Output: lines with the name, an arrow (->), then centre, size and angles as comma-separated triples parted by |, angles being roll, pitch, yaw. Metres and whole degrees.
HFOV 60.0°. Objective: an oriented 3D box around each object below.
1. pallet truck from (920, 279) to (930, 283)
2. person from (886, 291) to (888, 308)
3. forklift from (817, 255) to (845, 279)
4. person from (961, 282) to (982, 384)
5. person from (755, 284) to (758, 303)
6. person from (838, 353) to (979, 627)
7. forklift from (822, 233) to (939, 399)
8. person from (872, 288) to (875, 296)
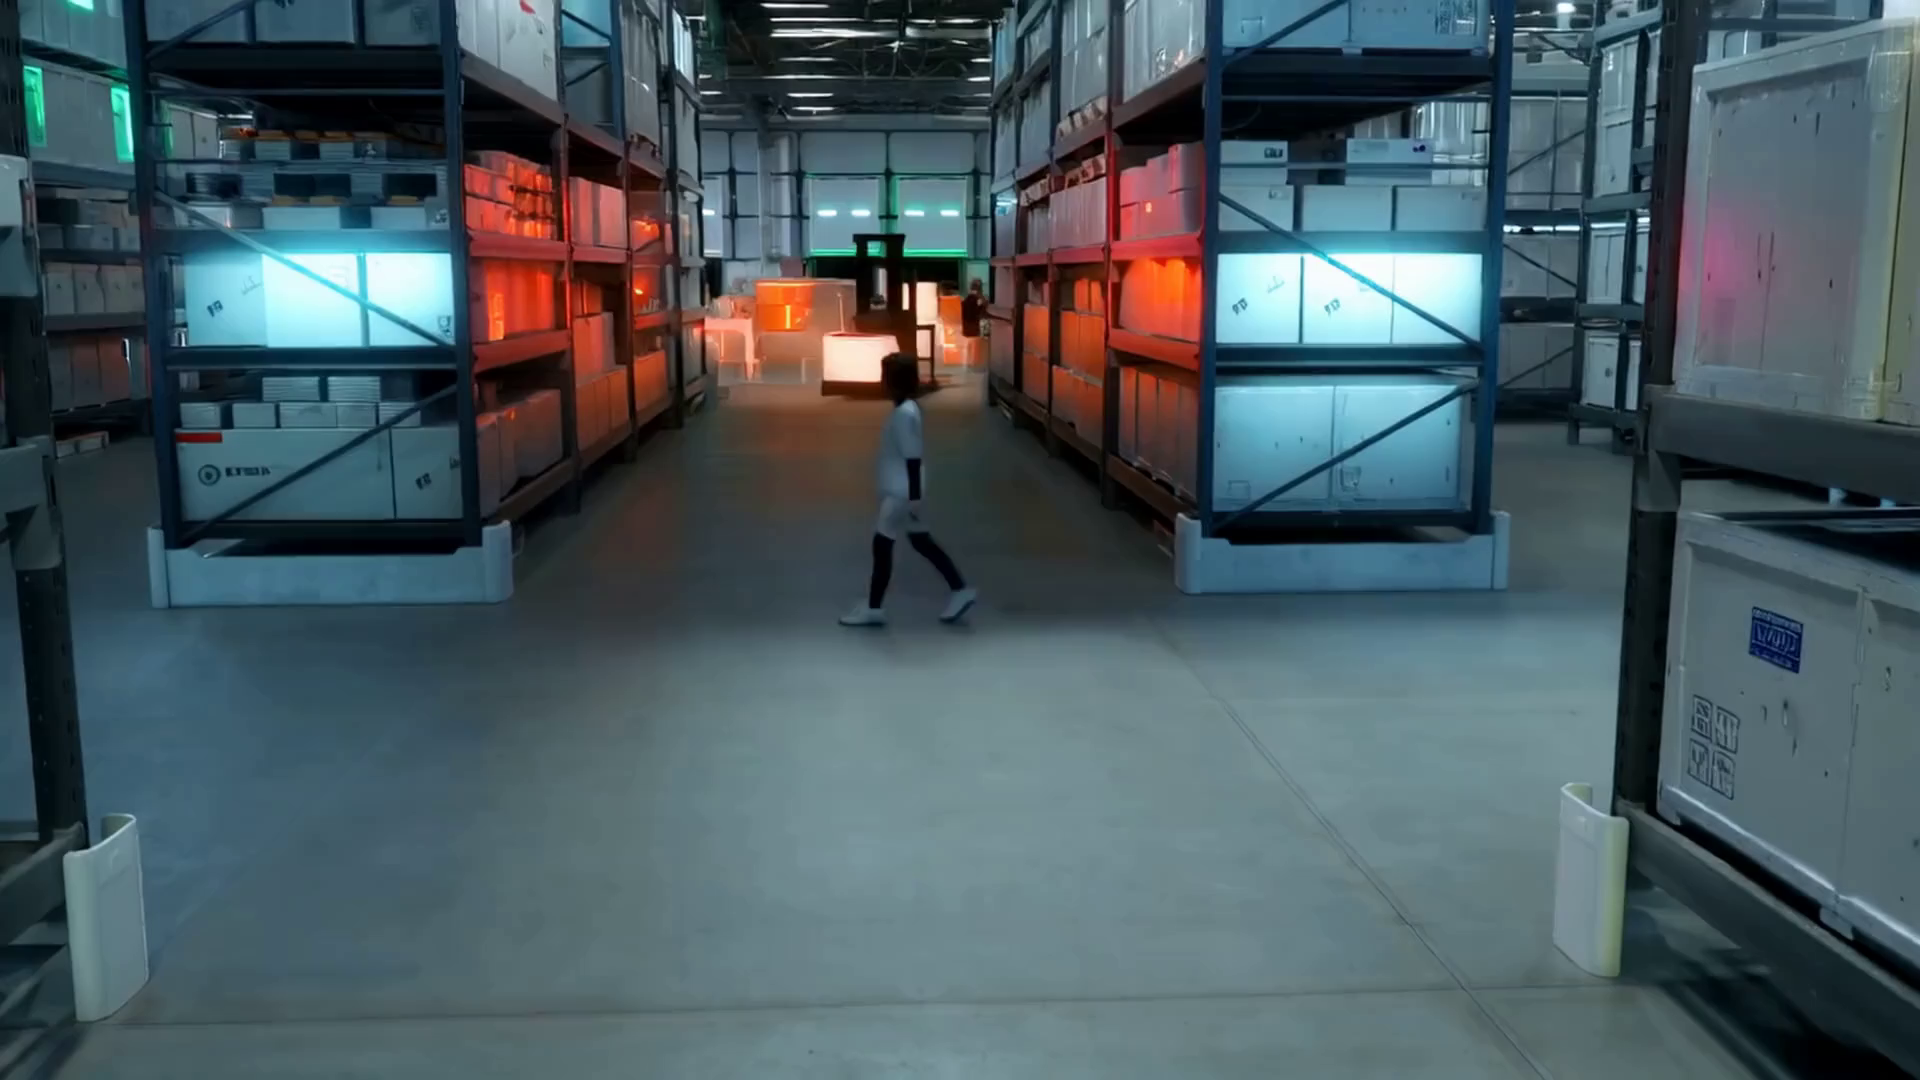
pallet truck -> -0.932, -8.922, 63.114 | 1.885, 1.965, 0.823 | 2, 9, 13
person -> -2.505, -8.780, 62.442 | 0.595, 1.925, 0.371 | 6, 11, 35
forklift -> -4.557, -8.707, 59.001 | 1.129, 2.768, 1.873 | -5, 10, -30
person -> 0.242, -3.886, 31.499 | 0.383, 1.993, 0.622 | -4, 10, -26
person -> -5.087, -5.737, 43.378 | 0.644, 1.915, 0.636 | -1, 9, -7
person -> -0.285, -0.302, 10.053 | 0.853, 1.663, 0.539 | -1, 9, -5
forklift -> -1.403, -3.890, 28.755 | 1.129, 2.768, 1.873 | 8, 12, 40
person -> -2.059, -4.849, 38.034 | 0.429, 1.844, 0.625 | -4, 10, -26
